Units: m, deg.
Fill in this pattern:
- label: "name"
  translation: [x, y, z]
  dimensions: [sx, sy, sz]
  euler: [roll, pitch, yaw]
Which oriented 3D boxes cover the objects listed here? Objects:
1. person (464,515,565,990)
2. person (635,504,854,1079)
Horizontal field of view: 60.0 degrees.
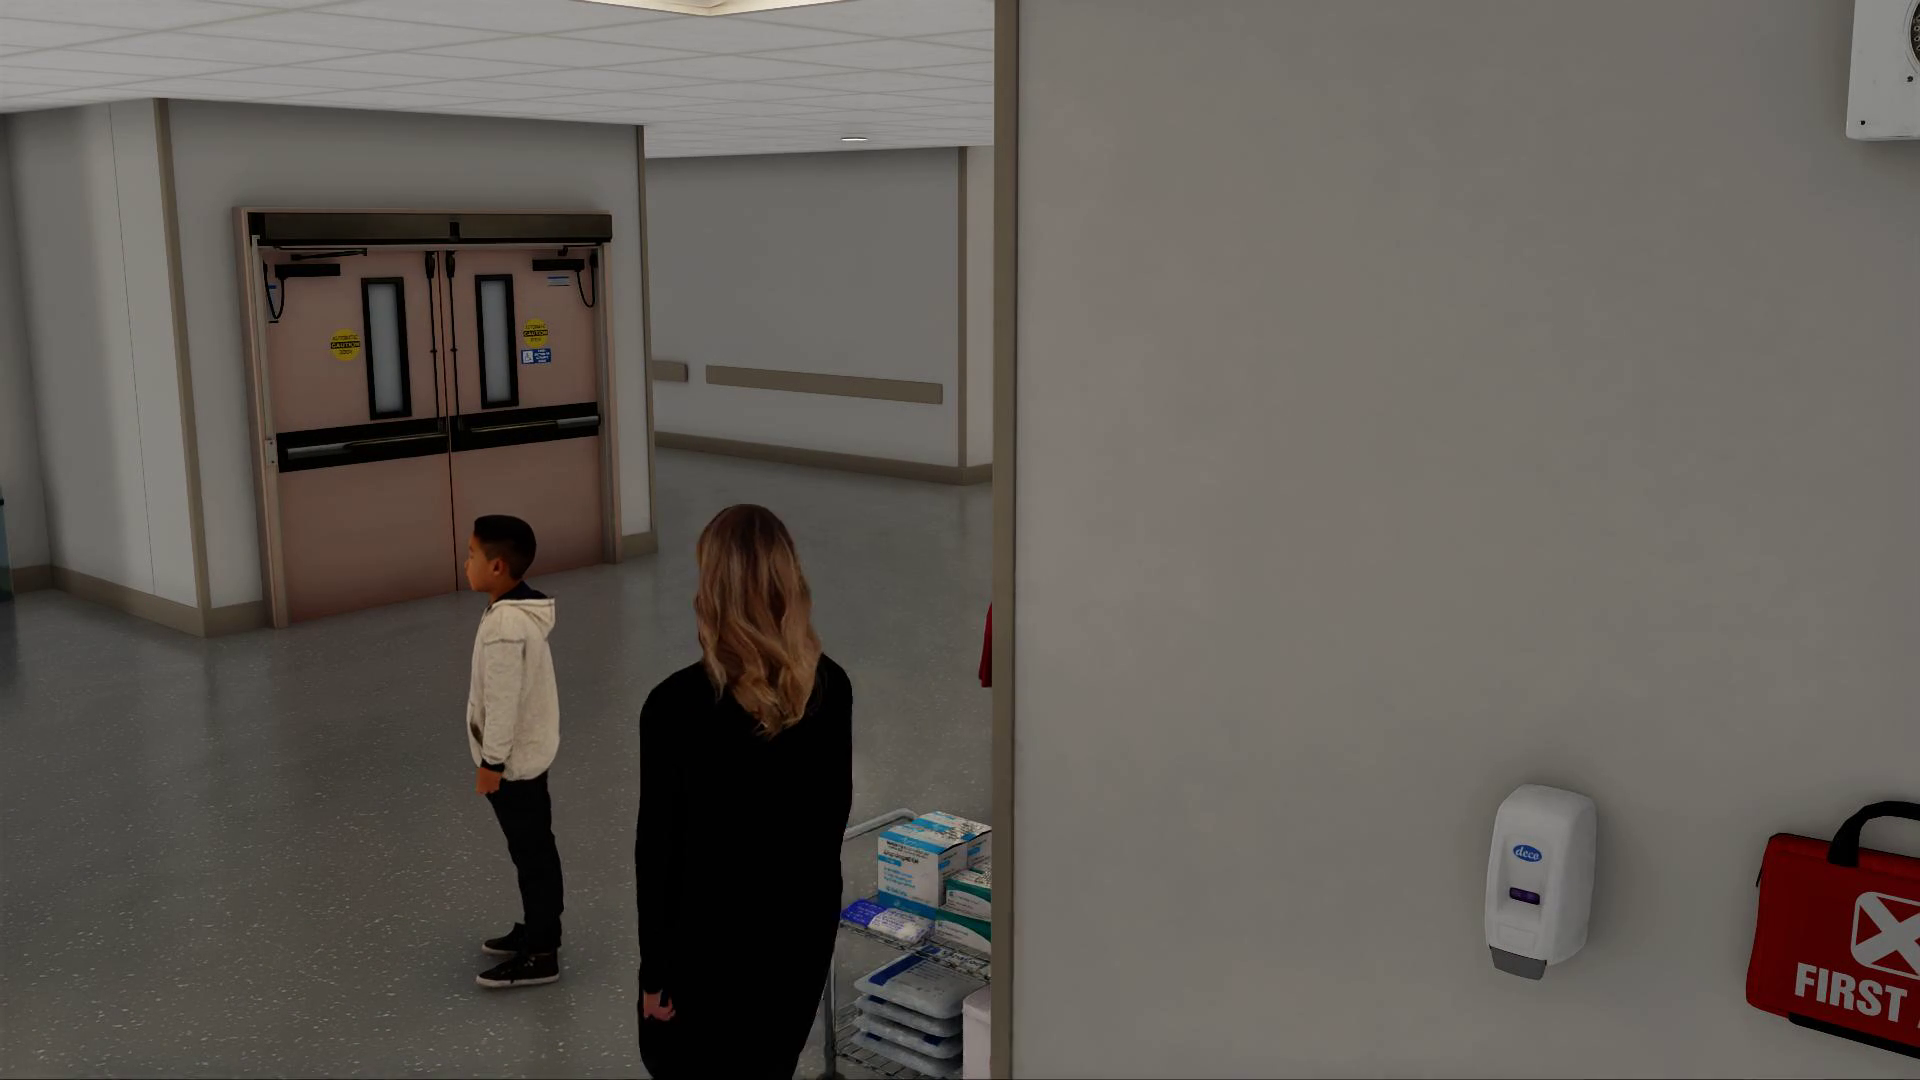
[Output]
- label: "person"
  translation: [-1.358, 0.638, 5.158]
  dimensions: [0.684, 1.452, 0.650]
  euler: [-3, 11, -13]
- label: "person"
  translation: [-0.362, 0.842, 3.182]
  dimensions: [0.877, 1.787, 0.790]
  euler: [-9, 14, -39]
